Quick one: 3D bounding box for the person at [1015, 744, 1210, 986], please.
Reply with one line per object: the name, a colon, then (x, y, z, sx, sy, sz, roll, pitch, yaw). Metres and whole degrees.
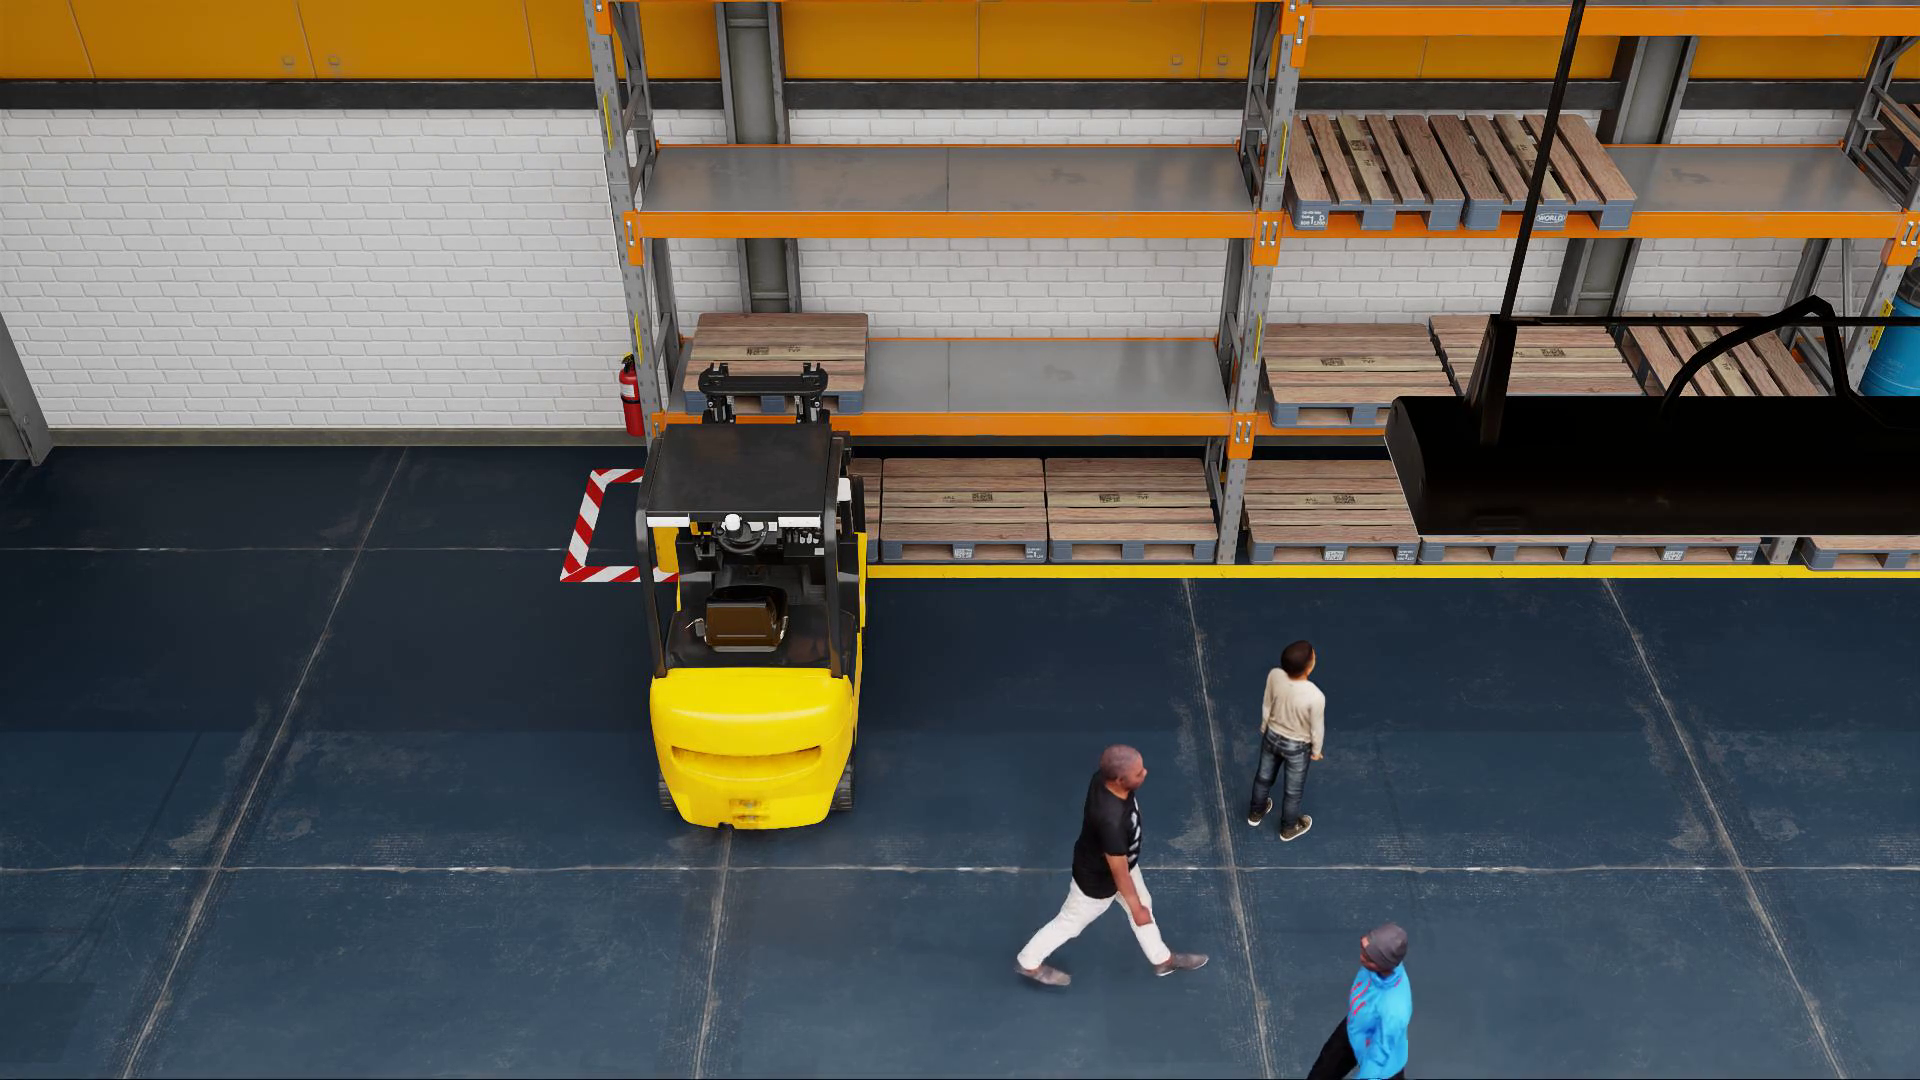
person: (0.653, 1.755, 8.643, 1.301, 1.743, 0.766, 4, 39, 5)

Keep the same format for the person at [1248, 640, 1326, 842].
person: (1.892, 1.153, 9.619, 0.617, 1.465, 0.691, 27, 46, 30)

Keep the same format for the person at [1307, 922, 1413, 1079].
person: (2.040, 2.409, 7.820, 1.228, 1.747, 0.723, -3, 39, -4)
